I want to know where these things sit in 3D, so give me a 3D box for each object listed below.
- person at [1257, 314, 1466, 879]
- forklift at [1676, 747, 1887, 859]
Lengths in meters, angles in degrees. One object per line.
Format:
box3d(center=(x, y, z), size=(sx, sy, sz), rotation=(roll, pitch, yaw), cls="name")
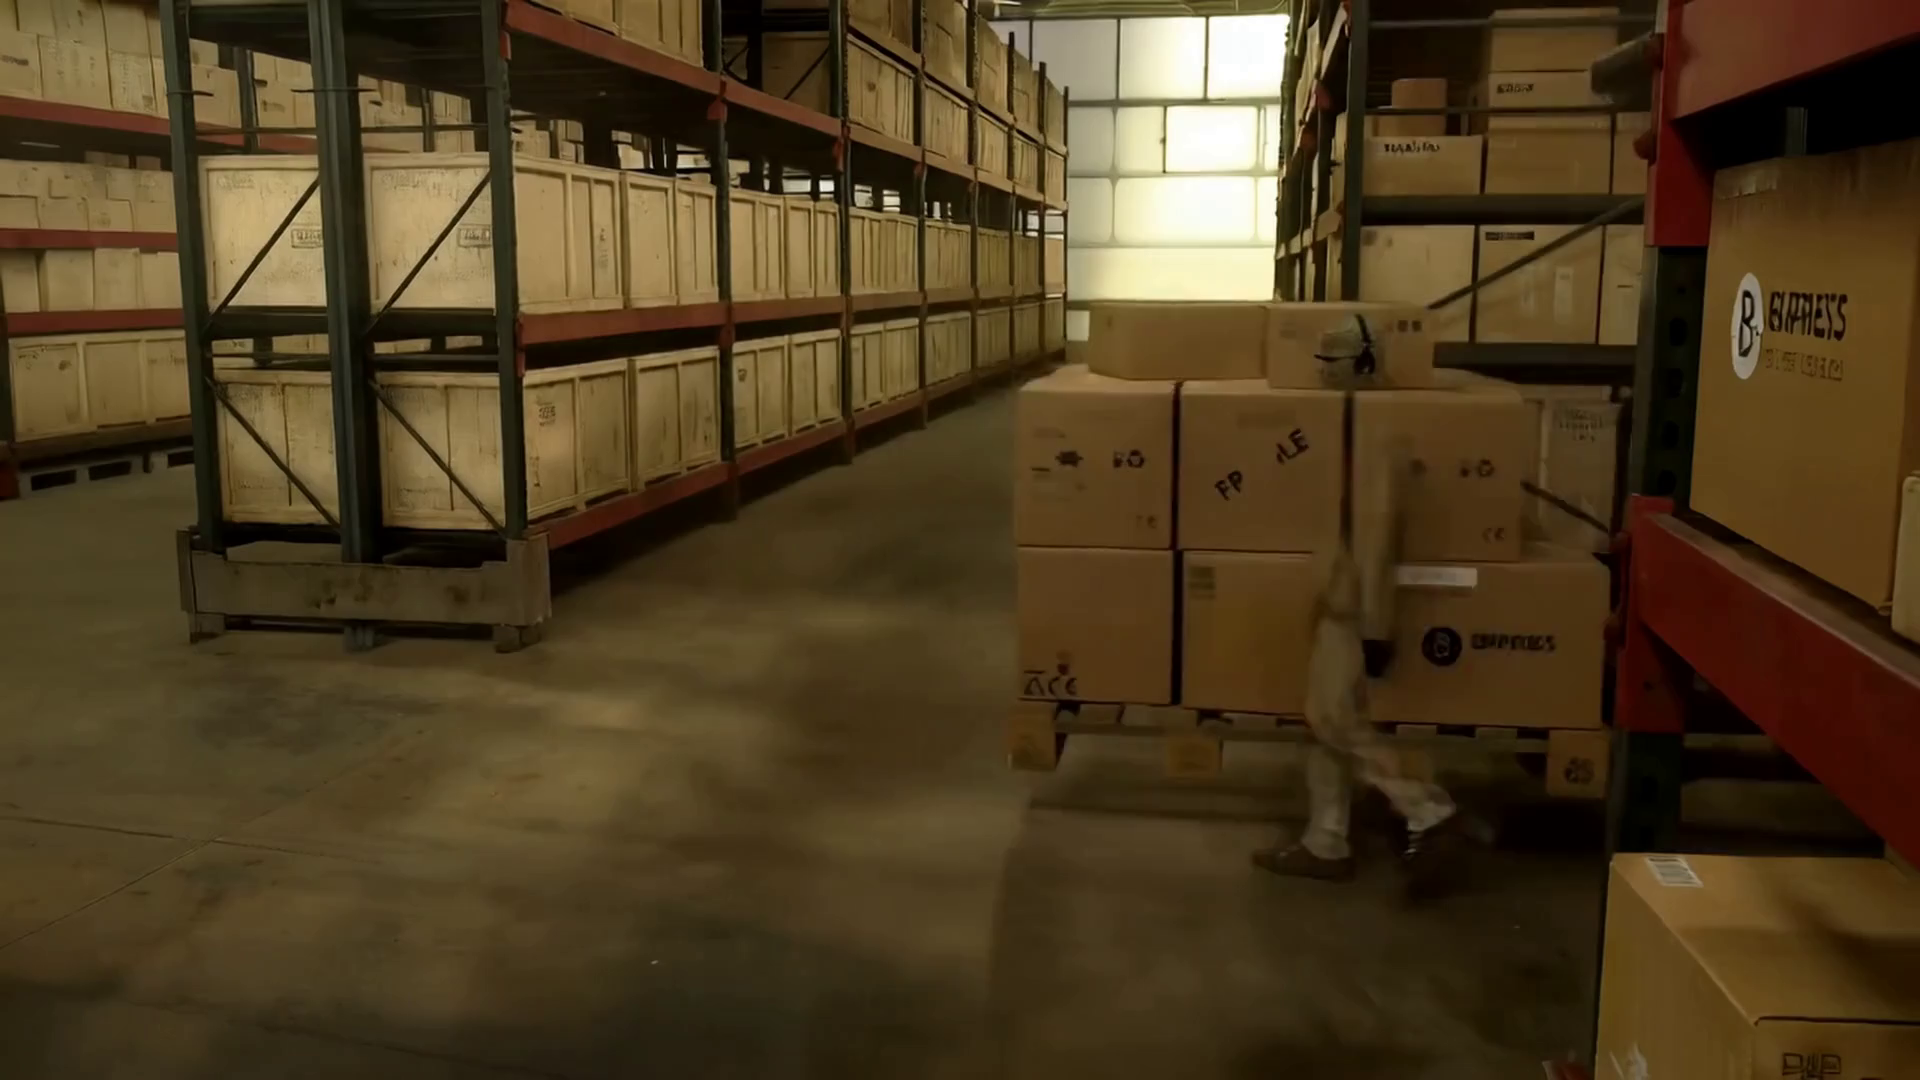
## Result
box3d(center=(1.314, 0.210, 5.449), size=(0.550, 1.891, 0.651), rotation=(1, 9, 3), cls="person")
box3d(center=(3.290, -0.326, 5.708), size=(1.873, 2.768, 1.129), rotation=(1, 9, 8), cls="forklift")
